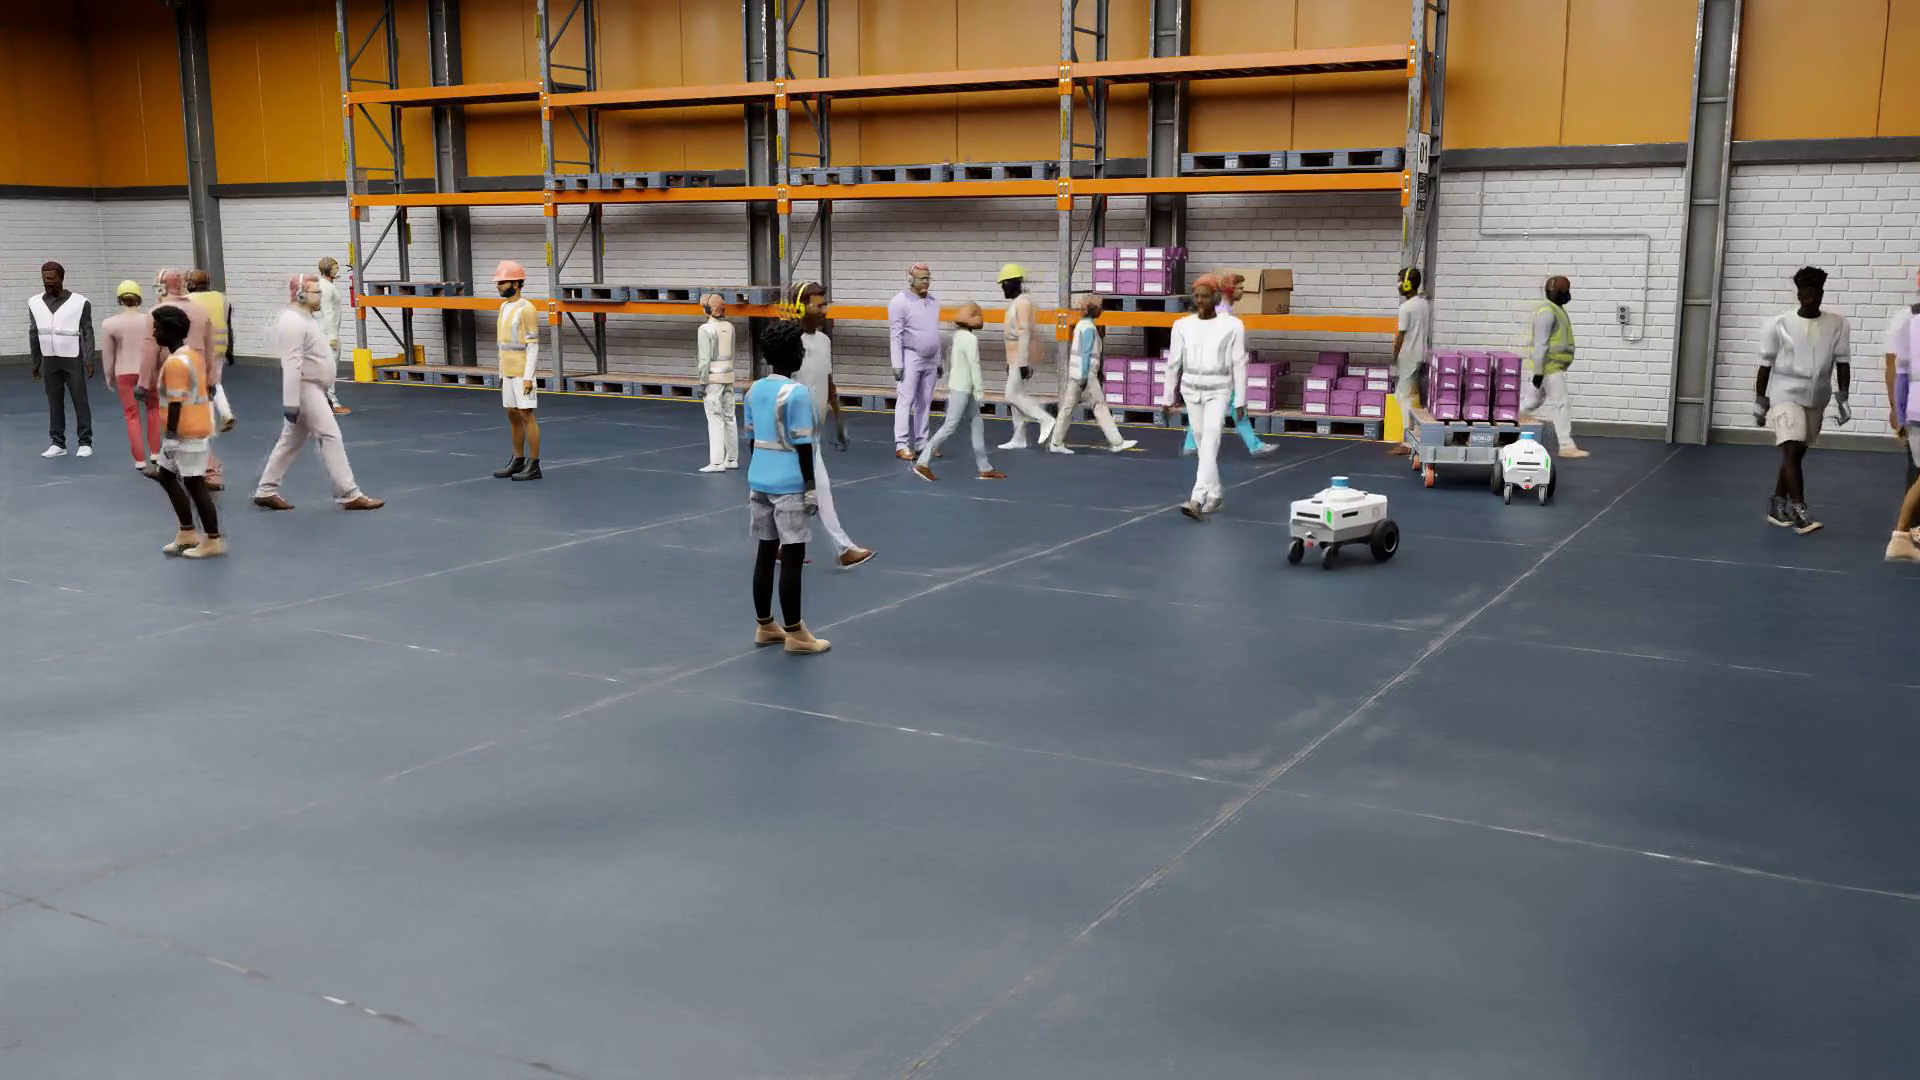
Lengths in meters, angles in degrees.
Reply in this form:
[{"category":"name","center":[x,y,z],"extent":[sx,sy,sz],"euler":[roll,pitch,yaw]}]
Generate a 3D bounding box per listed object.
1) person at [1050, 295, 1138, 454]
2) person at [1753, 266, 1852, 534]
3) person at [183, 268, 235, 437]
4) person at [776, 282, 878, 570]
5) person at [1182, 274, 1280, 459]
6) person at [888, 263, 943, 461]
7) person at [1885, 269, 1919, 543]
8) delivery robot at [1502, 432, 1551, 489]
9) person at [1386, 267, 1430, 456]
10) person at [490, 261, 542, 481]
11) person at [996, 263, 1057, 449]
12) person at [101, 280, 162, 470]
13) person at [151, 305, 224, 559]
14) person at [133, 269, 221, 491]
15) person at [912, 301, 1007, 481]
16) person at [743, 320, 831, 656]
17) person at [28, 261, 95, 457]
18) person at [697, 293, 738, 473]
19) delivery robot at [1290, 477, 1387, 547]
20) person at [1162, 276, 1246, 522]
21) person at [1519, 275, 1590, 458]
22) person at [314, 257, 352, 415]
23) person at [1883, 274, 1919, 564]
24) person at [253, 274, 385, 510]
[{"category":"person","center":[1.299,-1.626,16.497],"extent":[0.889,1.585,0.511],"euler":[-2,10,-10]},{"category":"person","center":[6.117,-0.999,11.990],"extent":[0.601,1.908,0.951],"euler":[0,10,0]},{"category":"person","center":[-8.199,-2.022,18.038],"extent":[0.447,1.827,0.662],"euler":[5,11,28]},{"category":"person","center":[-0.865,-0.714,10.620],"extent":[0.913,1.830,0.554],"euler":[5,11,26]},{"category":"person","center":[2.627,-1.676,16.157],"extent":[0.955,1.791,0.587],"euler":[1,10,3]},{"category":"person","center":[-0.397,-1.731,16.186],"extent":[0.401,1.904,0.650],"euler":[9,14,42]},{"category":"person","center":[6.829,-0.983,11.561],"extent":[0.704,2.000,0.545],"euler":[4,11,21]},{"category":"delivery robot","center":[4.608,-0.636,13.538],"extent":[0.477,0.478,0.707],"euler":[3,10,15]},{"category":"person","center":[4.407,-1.750,16.419],"extent":[0.386,1.856,0.563],"euler":[8,13,40]},{"category":"person","center":[-3.941,-1.492,14.733],"extent":[0.359,1.938,0.547],"euler":[-10,14,-44]},{"category":"person","center":[0.643,-1.856,16.929],"extent":[0.557,1.898,0.591],"euler":[-1,10,-6]},{"category":"person","center":[-7.672,-1.536,15.489],"extent":[0.547,1.747,0.591],"euler":[-5,11,-27]},{"category":"person","center":[-5.156,-0.696,10.936],"extent":[0.531,1.674,0.559],"euler":[-3,11,-18]},{"category":"person","center":[-6.711,-1.344,14.097],"extent":[0.953,1.862,0.645],"euler":[2,10,13]},{"category":"person","center":[-0.024,-1.310,14.673],"extent":[0.844,1.593,0.503],"euler":[-2,10,-10]},{"category":"person","center":[-0.895,-0.264,8.464],"extent":[0.321,1.696,0.530],"euler":[-8,13,-37]},{"category":"person","center":[-8.821,-1.772,16.373],"extent":[0.591,1.917,0.379],"euler":[-1,10,-3]},{"category":"person","center":[-2.230,-1.433,15.249],"extent":[0.310,1.638,0.523],"euler":[5,11,26]},{"category":"delivery robot","center":[2.484,-0.171,10.904],"extent":[0.707,0.478,0.477],"euler":[-9,14,-43]},{"category":"person","center":[1.814,-1.064,12.599],"extent":[0.595,1.830,0.980],"euler":[6,11,29]},{"category":"person","center":[5.736,-1.711,16.413],"extent":[0.936,1.801,0.669],"euler":[5,11,25]},{"category":"person","center":[-7.758,-2.508,20.486],"extent":[0.373,1.941,0.627],"euler":[-4,11,-24]},{"category":"person","center":[6.422,-0.807,10.798],"extent":[0.718,1.966,0.695],"euler":[-3,10,-14]},{"category":"person","center":[-5.102,-1.141,12.985],"extent":[0.987,1.862,0.661],"euler":[-3,10,-15]}]
